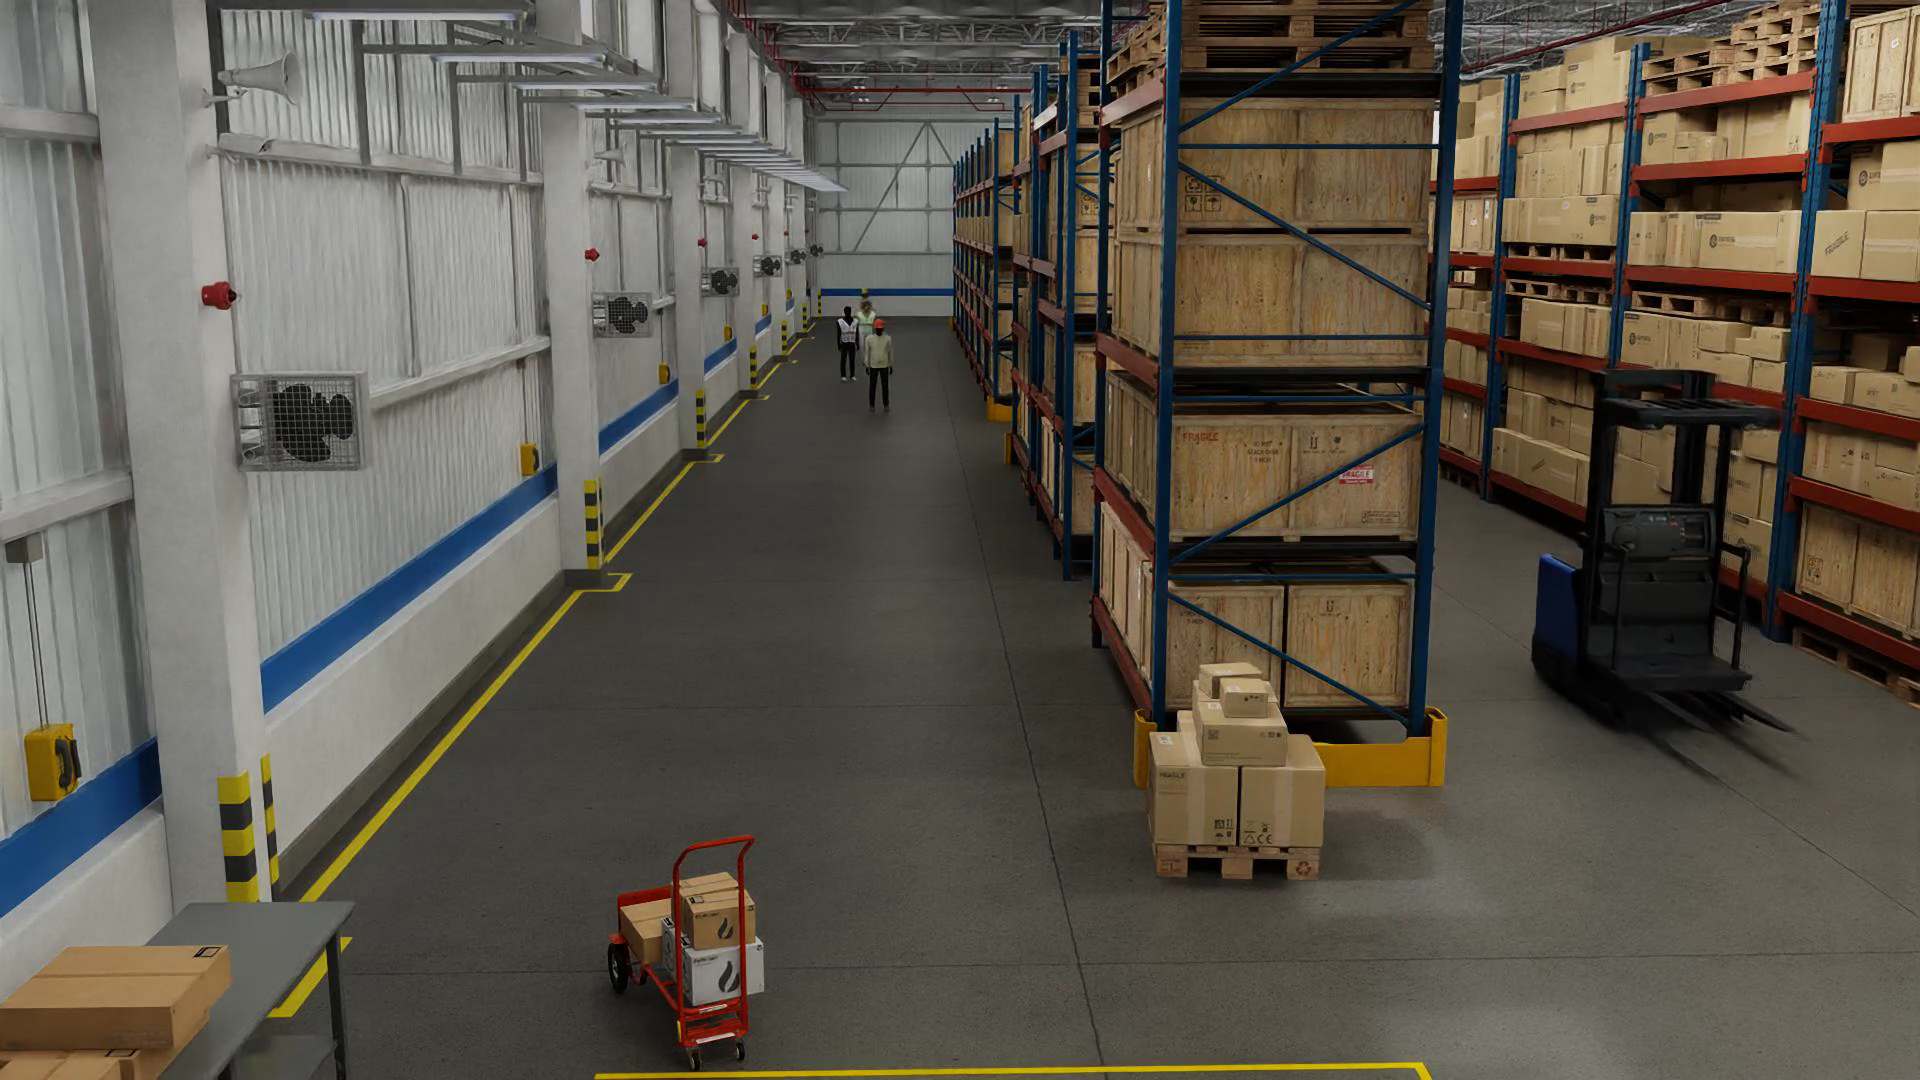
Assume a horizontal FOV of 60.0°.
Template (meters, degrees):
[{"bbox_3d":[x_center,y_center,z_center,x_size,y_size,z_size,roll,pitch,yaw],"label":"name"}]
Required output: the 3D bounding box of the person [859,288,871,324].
[{"bbox_3d":[-3.276,-7.916,58.021,0.498,1.725,0.494,10,14,41],"label":"person"}]

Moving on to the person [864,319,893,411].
[{"bbox_3d":[-1.739,-3.742,35.658,0.621,1.986,0.411,-2,11,-9],"label":"person"}]

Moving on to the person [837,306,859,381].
[{"bbox_3d":[-2.863,-5.015,42.476,0.587,1.913,0.398,-5,12,-25],"label":"person"}]

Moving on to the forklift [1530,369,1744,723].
[{"bbox_3d":[5.762,-0.052,14.118,1.129,2.768,1.873,0,11,-2],"label":"forklift"}]

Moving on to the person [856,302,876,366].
[{"bbox_3d":[-2.623,-5.772,46.670,0.599,1.799,0.922,-2,11,-12],"label":"person"}]
